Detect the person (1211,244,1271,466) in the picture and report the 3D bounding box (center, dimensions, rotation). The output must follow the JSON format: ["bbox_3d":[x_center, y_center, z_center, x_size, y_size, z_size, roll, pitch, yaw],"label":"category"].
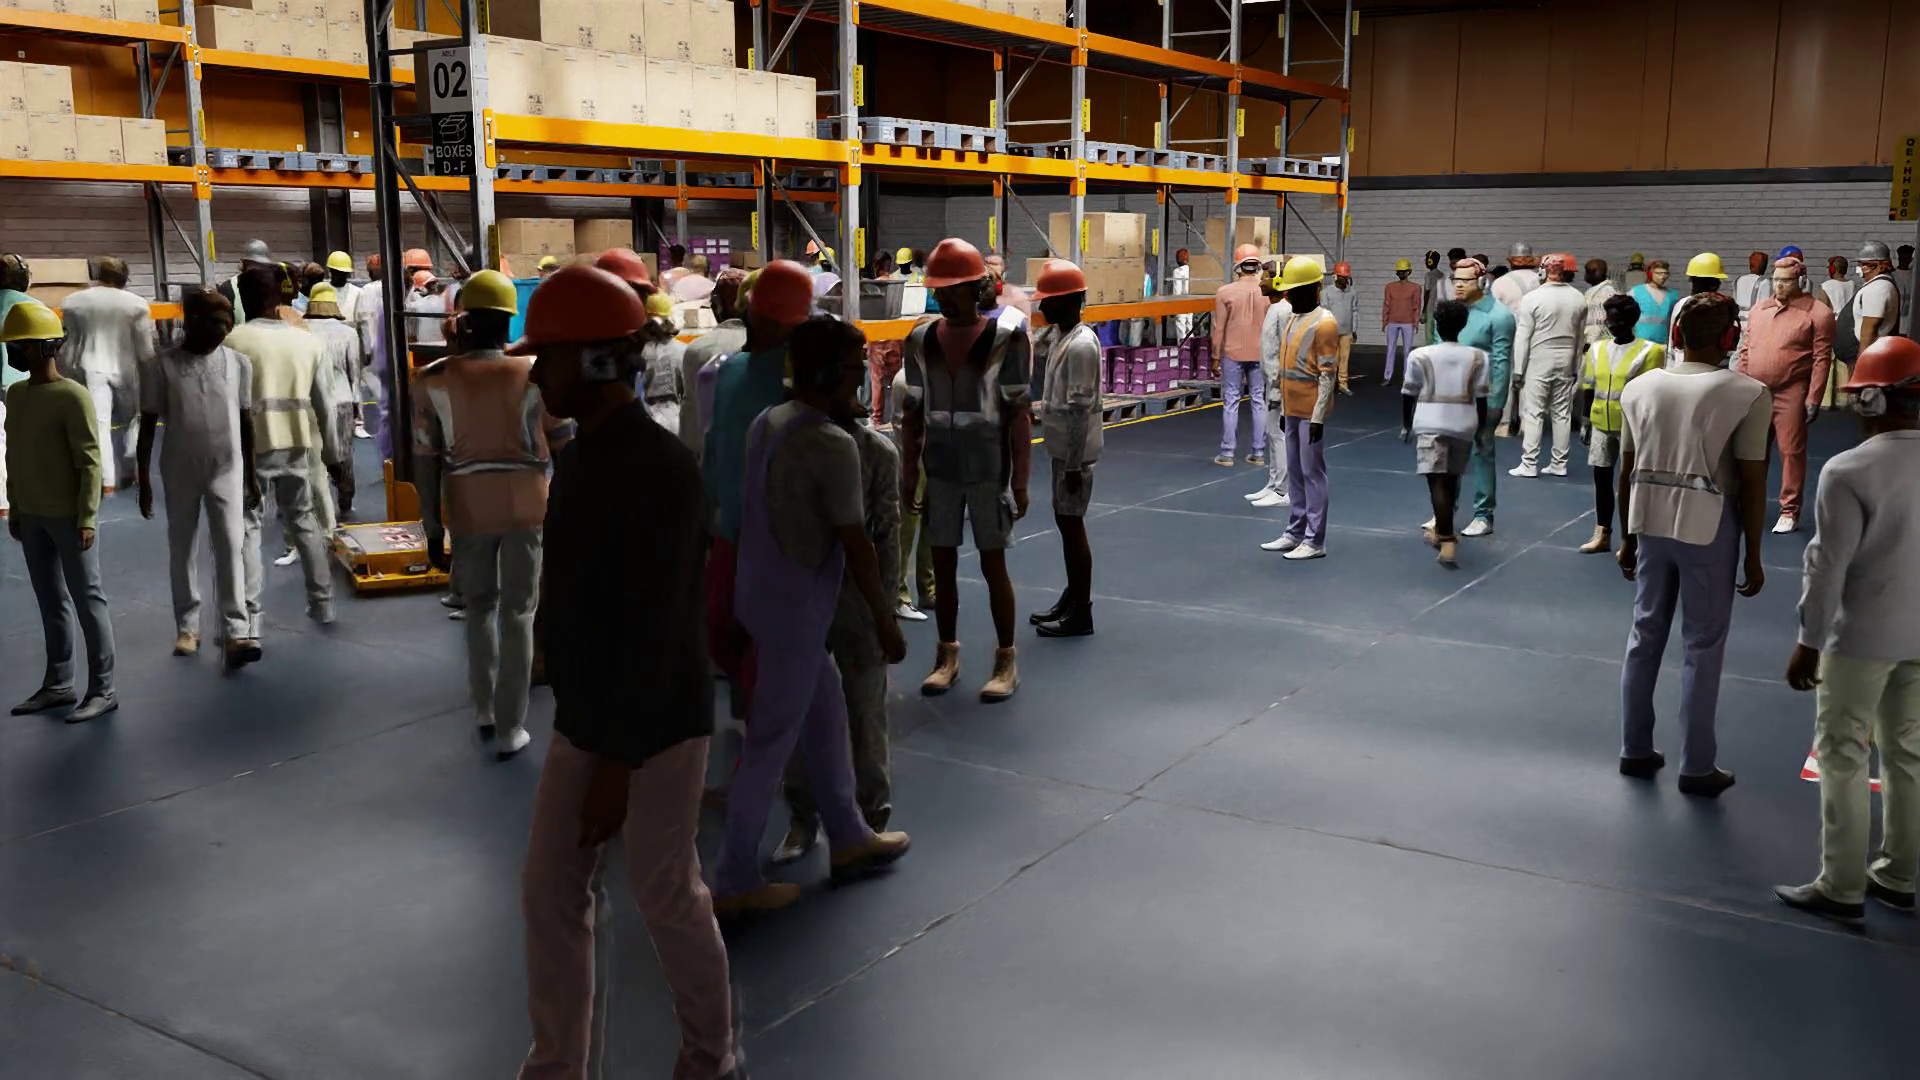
[{"bbox_3d":[2.556,-1.656,14.963,0.615,1.987,0.407,-2,10,-9],"label":"person"}]

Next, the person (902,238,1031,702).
[{"bbox_3d":[0.012,-0.299,7.334,0.615,2.029,0.409,4,11,23],"label":"person"}]

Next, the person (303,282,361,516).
[{"bbox_3d":[-4.672,-1.034,12.272,0.506,1.716,0.457,-5,11,-24],"label":"person"}]

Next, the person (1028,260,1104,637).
[{"bbox_3d":[0.536,-0.460,8.510,0.389,1.925,0.550,-1,10,-4],"label":"person"}]

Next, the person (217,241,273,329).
[{"bbox_3d":[-6.385,-1.719,15.154,0.710,2.000,0.539,-6,12,-30],"label":"person"}]

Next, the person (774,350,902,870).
[{"bbox_3d":[-0.434,0.206,5.352,0.489,1.733,0.319,2,10,9],"label":"person"}]

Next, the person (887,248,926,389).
[{"bbox_3d":[-0.739,-2.999,22.590,0.585,1.918,0.378,3,11,15],"label":"person"}]

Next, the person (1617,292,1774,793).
[{"bbox_3d":[2.671,0.013,6.135,0.394,1.836,0.560,-7,13,-35],"label":"person"}]

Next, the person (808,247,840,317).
[{"bbox_3d":[-1.680,-2.739,21.124,0.593,1.924,0.381,-3,11,-14],"label":"person"}]

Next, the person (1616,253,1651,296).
[{"bbox_3d":[10.799,-3.677,26.644,0.610,1.820,0.417,5,11,26],"label":"person"}]

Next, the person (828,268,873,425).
[{"bbox_3d":[-1.146,-2.181,18.094,0.600,1.908,0.396,-4,11,-20],"label":"person"}]

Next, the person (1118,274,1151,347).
[{"bbox_3d":[2.408,-3.160,23.694,0.624,1.844,0.429,0,10,2],"label":"person"}]

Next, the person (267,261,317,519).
[{"bbox_3d":[-4.845,-1.077,12.066,0.513,1.875,0.328,9,14,41],"label":"person"}]

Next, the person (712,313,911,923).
[{"bbox_3d":[-0.397,0.232,4.988,0.865,1.801,0.526,-6,12,-29],"label":"person"}]

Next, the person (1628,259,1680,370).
[{"bbox_3d":[7.401,-2.096,17.835,0.598,1.822,0.629,-1,10,-6],"label":"person"}]

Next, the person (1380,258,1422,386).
[{"bbox_3d":[6.082,-2.988,22.948,0.524,1.770,0.315,5,11,26],"label":"person"}]

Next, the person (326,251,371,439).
[{"bbox_3d":[-6.291,-1.966,16.892,0.617,1.908,0.408,-9,13,-40],"label":"person"}]

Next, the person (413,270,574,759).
[{"bbox_3d":[-1.831,-0.119,6.665,0.594,1.899,0.725,-1,10,-5],"label":"person"}]

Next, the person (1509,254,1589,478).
[{"bbox_3d":[5.007,-1.476,14.208,0.644,1.900,0.399,-3,11,-16],"label":"person"}]

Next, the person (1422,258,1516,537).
[{"bbox_3d":[3.479,-0.978,11.455,0.400,1.899,0.647,-7,12,-34],"label":"person"}]

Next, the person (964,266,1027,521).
[{"bbox_3d":[0.199,-1.036,11.919,0.568,1.842,0.373,3,11,16],"label":"person"}]

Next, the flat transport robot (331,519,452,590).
[{"bbox_3d":[-3.439,0.066,10.166,0.652,0.197,1.431,-5,12,-27],"label":"flat transport robot"}]

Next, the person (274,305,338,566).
[{"bbox_3d":[-4.122,-0.644,10.355,0.517,1.622,0.284,1,10,3],"label":"person"}]

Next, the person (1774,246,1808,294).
[{"bbox_3d":[10.219,-2.647,20.550,0.393,1.949,0.602,0,10,3],"label":"person"}]

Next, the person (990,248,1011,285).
[{"bbox_3d":[0.594,-3.462,24.941,0.376,1.995,0.608,4,11,21],"label":"person"}]

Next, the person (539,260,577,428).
[{"bbox_3d":[-4.156,-1.981,17.214,0.582,1.823,0.664,1,10,5],"label":"person"}]

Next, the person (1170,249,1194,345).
[{"bbox_3d":[3.626,-3.783,27.029,0.352,1.881,0.576,10,14,43],"label":"person"}]

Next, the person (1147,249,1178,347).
[{"bbox_3d":[3.812,-4.440,30.595,0.900,1.906,0.656,8,13,37],"label":"person"}]

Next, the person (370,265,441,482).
[{"bbox_3d":[-4.681,-1.428,14.152,0.511,1.818,0.802,4,11,19],"label":"person"}]

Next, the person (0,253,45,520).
[{"bbox_3d":[-6.798,-1.094,12.011,0.629,1.931,0.378,3,11,17],"label":"person"}]

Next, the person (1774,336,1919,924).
[{"bbox_3d":[2.731,0.266,4.990,0.590,1.741,0.370,-4,11,-22],"label":"person"}]
